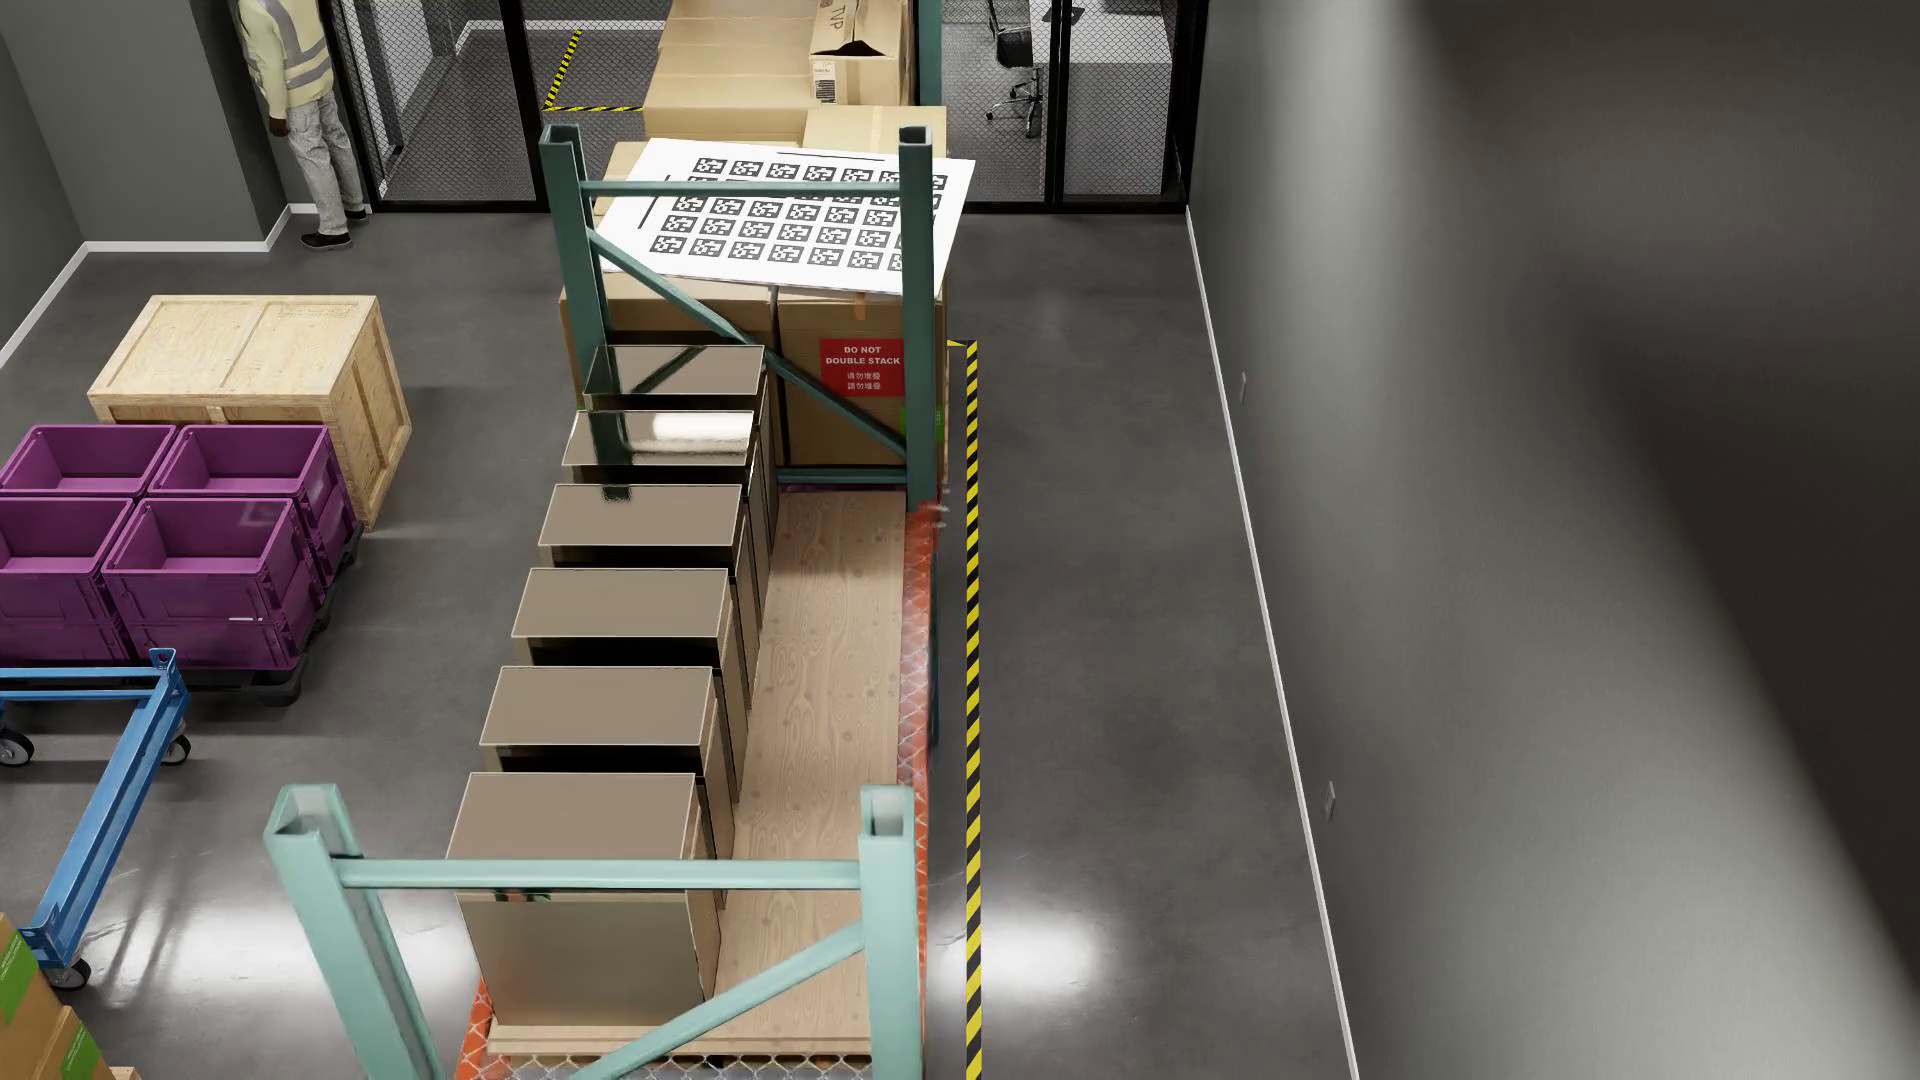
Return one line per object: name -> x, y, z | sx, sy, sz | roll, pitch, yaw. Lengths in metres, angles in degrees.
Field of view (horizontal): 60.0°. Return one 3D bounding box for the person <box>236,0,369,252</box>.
person -> -3.479, -2.383, 8.689 | 0.404, 1.834, 0.591 | 7, 42, 8
